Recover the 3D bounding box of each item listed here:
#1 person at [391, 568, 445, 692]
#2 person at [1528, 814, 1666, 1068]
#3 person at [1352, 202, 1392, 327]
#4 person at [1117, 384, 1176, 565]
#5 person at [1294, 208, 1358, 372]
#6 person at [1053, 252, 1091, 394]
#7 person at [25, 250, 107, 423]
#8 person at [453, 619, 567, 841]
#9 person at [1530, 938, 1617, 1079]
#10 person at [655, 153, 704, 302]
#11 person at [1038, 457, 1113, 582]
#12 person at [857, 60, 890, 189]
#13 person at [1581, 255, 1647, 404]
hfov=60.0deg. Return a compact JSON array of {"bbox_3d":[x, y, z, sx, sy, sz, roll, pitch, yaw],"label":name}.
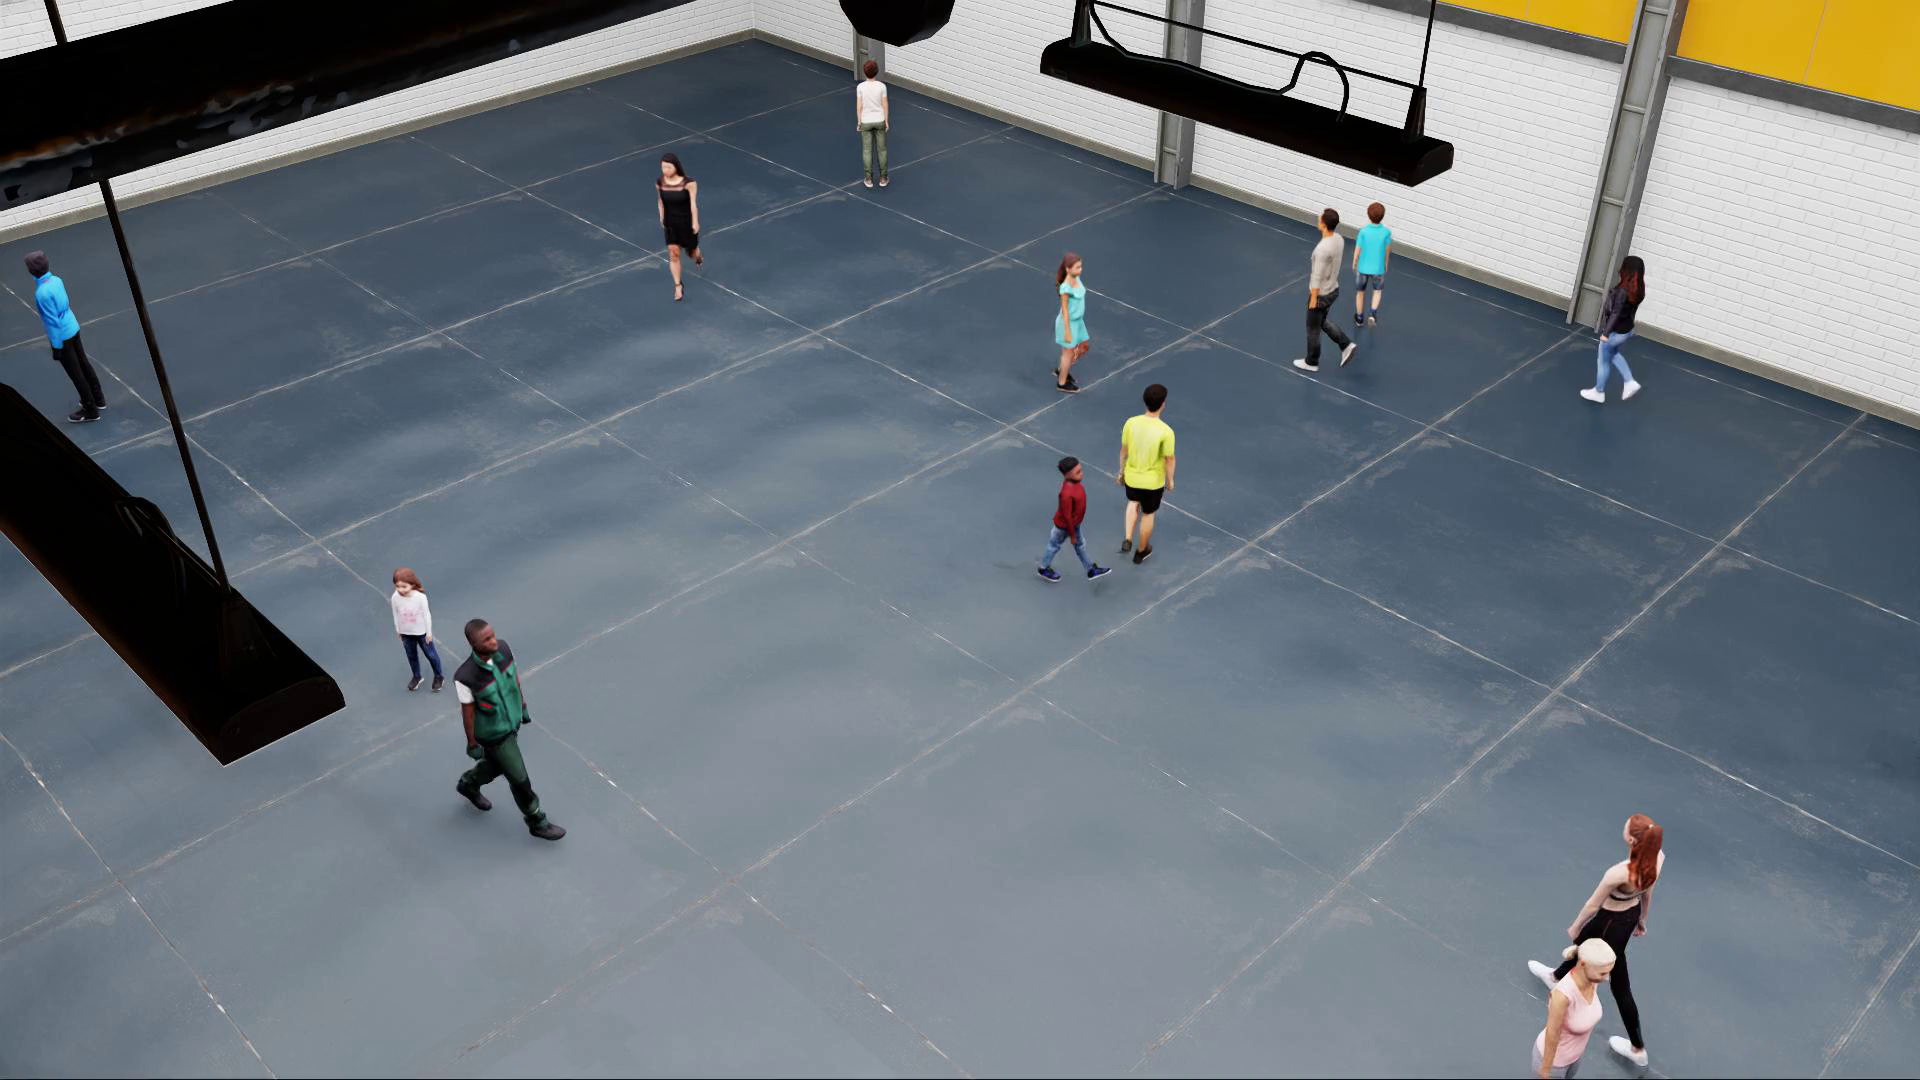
[{"bbox_3d":[-4.269,0.685,13.030,0.532,1.112,0.595,2,34,3],"label":"person"},{"bbox_3d":[3.977,2.396,9.930,0.809,1.694,1.240,-17,37,-24],"label":"person"},{"bbox_3d":[4.526,-2.995,18.267,0.718,1.444,0.770,4,34,6],"label":"person"},{"bbox_3d":[1.564,-0.520,14.316,0.679,1.695,0.787,16,37,22],"label":"person"},{"bbox_3d":[3.865,-2.565,17.299,0.932,1.799,0.778,18,37,25],"label":"person"},{"bbox_3d":[1.064,-2.233,17.027,0.678,1.548,0.635,14,36,20],"label":"person"},{"bbox_3d":[-8.873,-2.028,16.496,0.749,1.793,0.662,-4,34,-6],"label":"person"},{"bbox_3d":[-3.266,1.283,11.504,1.272,1.806,0.997,12,36,18],"label":"person"},{"bbox_3d":[3.335,2.830,9.253,0.566,1.721,0.534,-26,41,-33],"label":"person"},{"bbox_3d":[-3.161,-3.602,18.952,1.023,1.697,1.032,5,34,8],"label":"person"},{"bbox_3d":[0.858,-0.163,14.201,0.934,1.228,0.750,11,35,15],"label":"person"},{"bbox_3d":[-1.138,-5.447,21.767,0.668,1.654,0.721,-1,34,-2],"label":"person"},{"bbox_3d":[6.685,-2.082,16.733,0.633,1.621,0.763,-29,43,-36],"label":"person"}]
